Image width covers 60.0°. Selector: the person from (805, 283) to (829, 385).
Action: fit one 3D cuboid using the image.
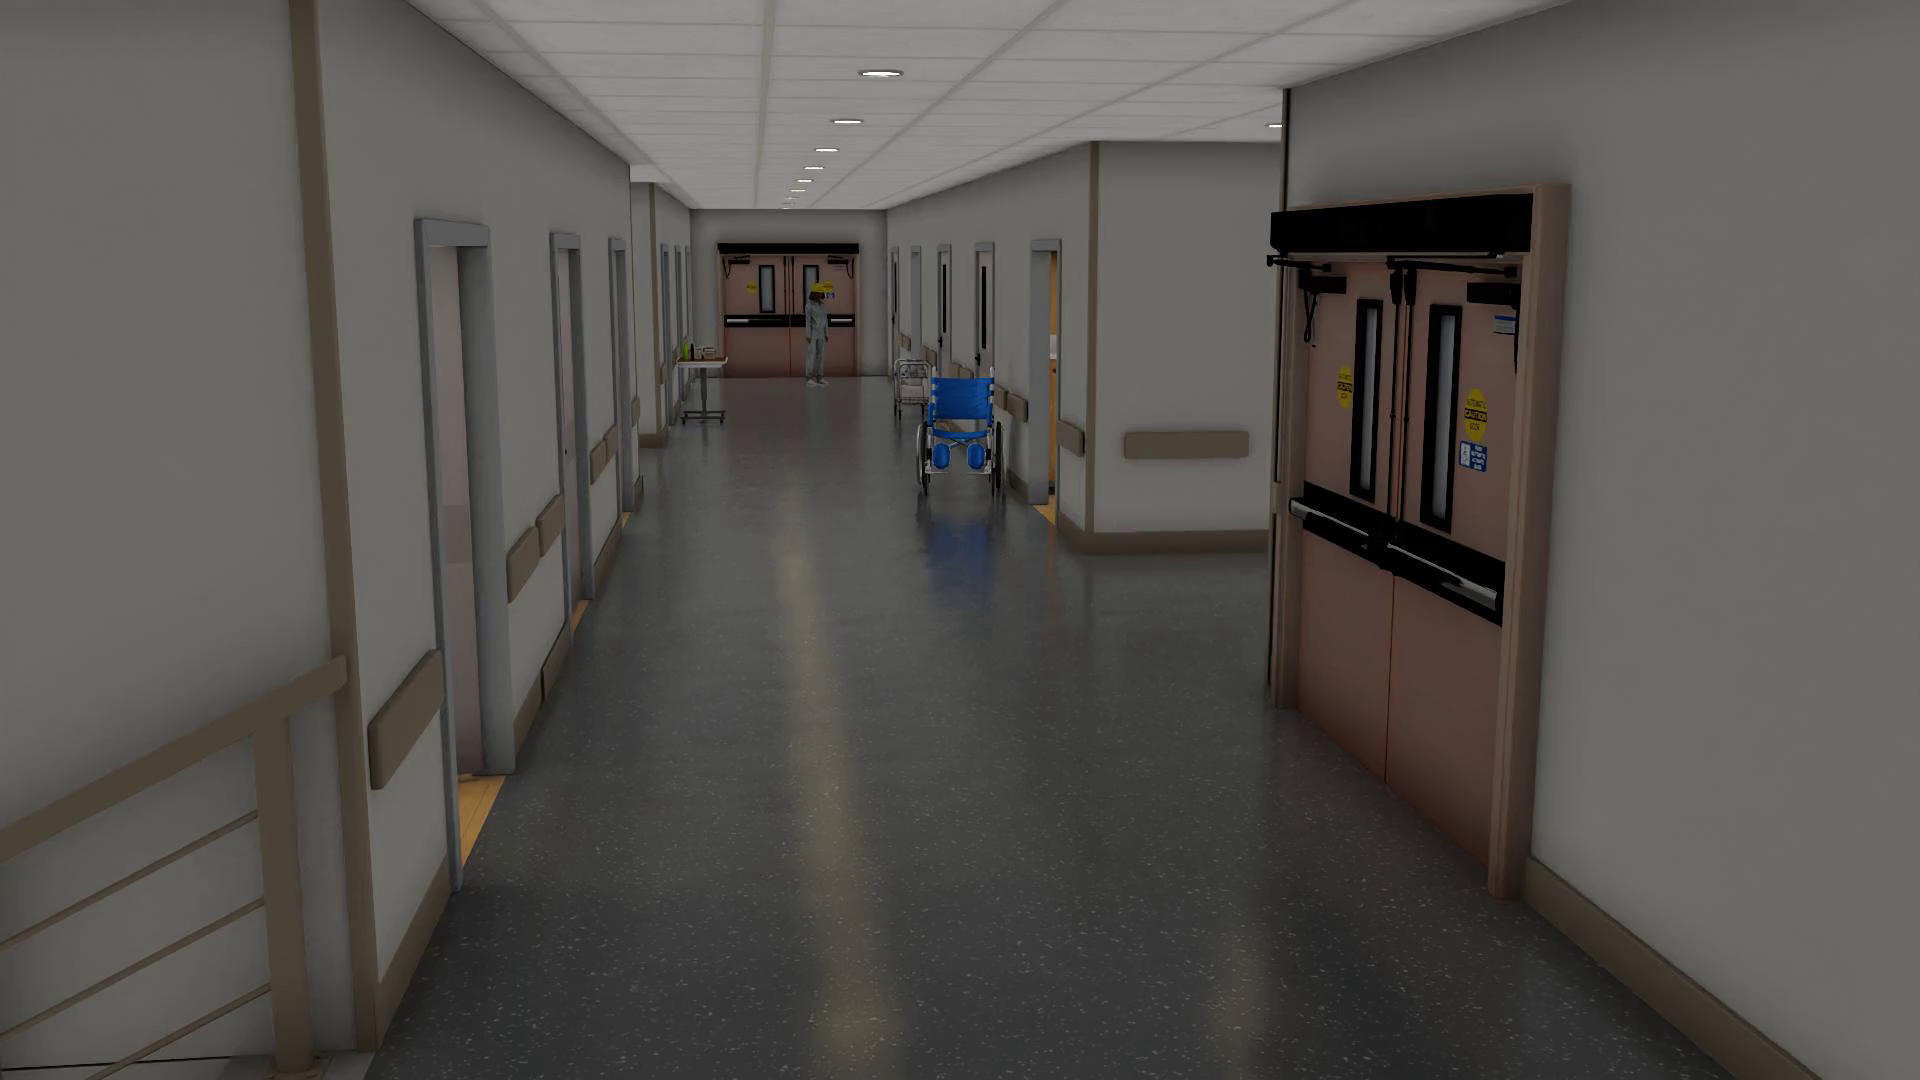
[{"bbox_3d":[-2.424,-3.494,28.275,0.362,1.731,0.481,8,12,38],"label":"person"}]
